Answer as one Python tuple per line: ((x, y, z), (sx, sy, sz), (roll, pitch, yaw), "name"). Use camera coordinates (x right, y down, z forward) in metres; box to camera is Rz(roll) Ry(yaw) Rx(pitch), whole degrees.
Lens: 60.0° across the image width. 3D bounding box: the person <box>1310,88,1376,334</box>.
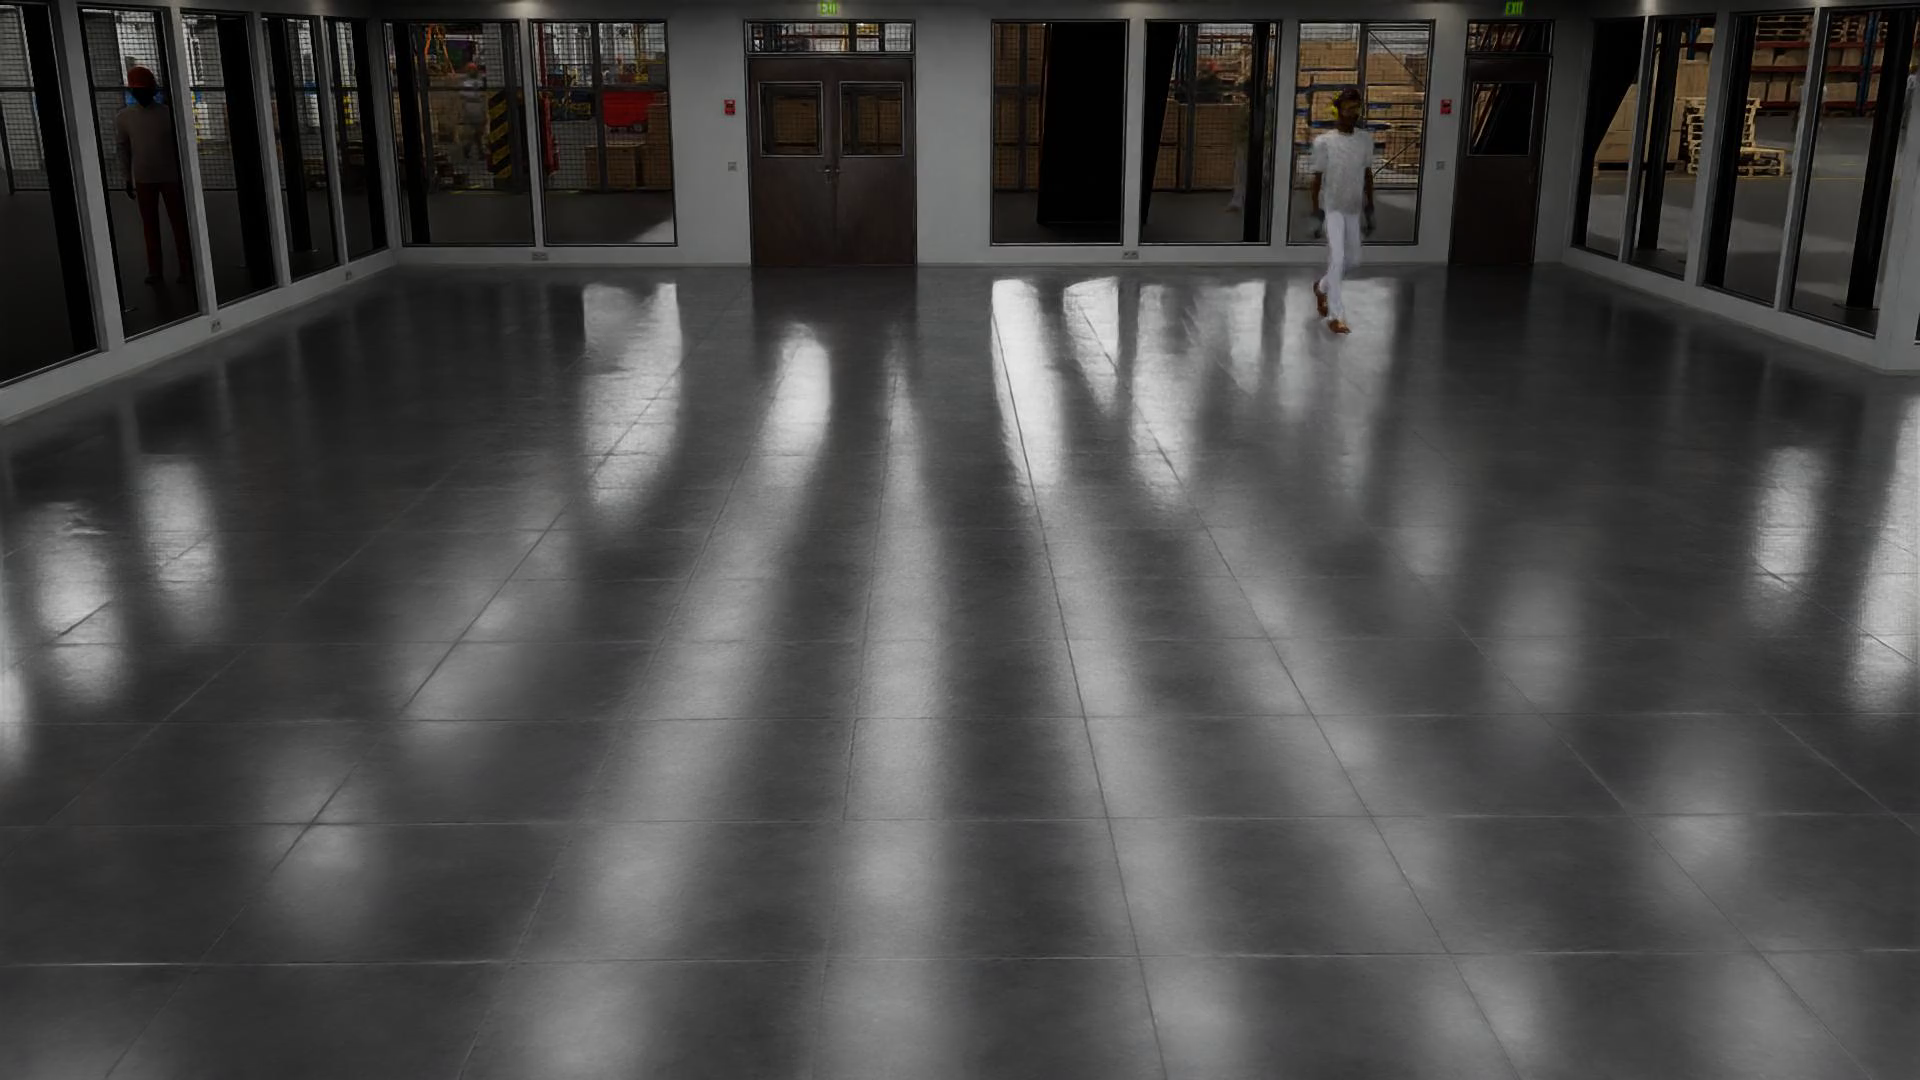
((2.943, -2.558, 12.906), (0.523, 1.854, 0.655), (-5, 17, -16), "person")
